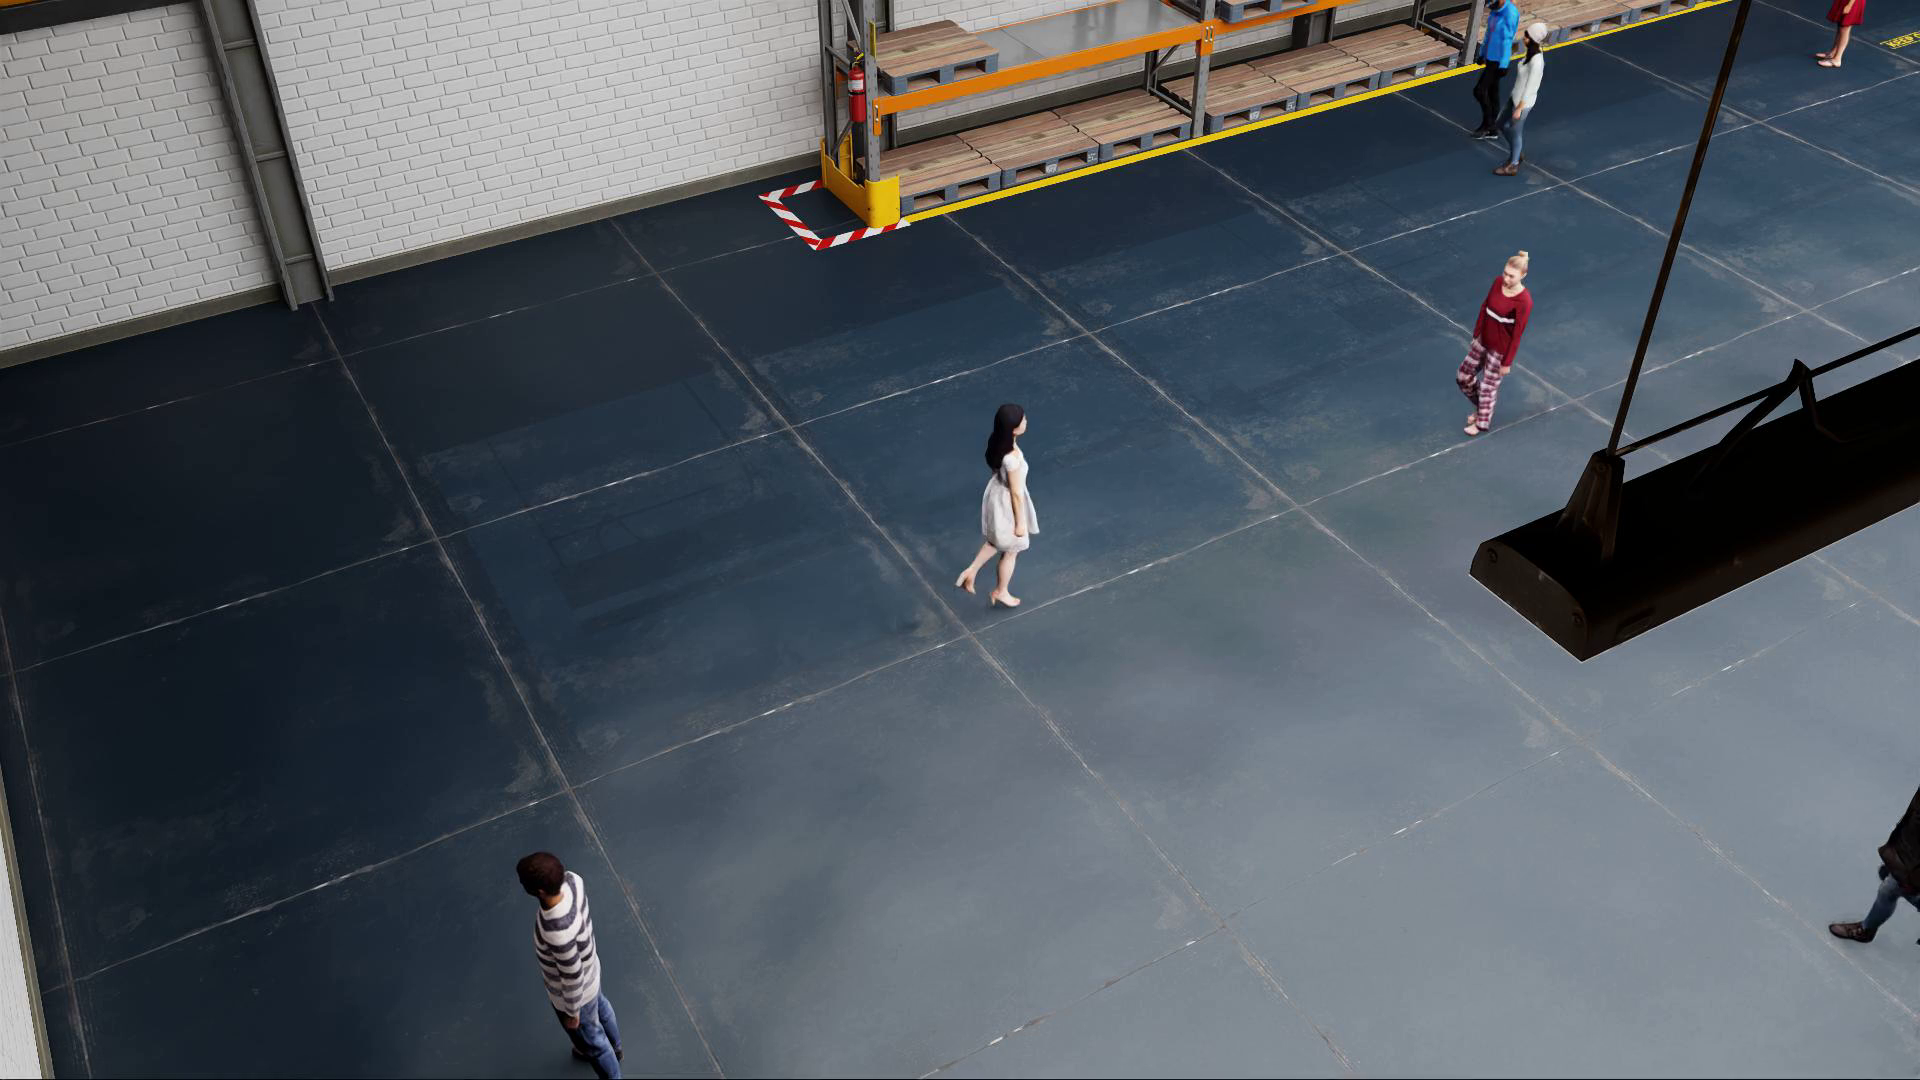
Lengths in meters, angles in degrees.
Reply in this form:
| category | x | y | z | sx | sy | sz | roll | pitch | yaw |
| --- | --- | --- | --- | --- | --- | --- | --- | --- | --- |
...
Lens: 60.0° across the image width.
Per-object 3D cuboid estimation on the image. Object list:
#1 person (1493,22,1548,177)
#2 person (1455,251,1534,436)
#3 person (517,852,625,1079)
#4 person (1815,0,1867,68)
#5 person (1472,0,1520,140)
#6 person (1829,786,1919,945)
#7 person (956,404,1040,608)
| category | x | y | z | sx | sy | sz | roll | pitch | yaw |
| --- | --- | --- | --- | --- | --- | --- | --- | --- | --- |
| person | 5.869 | -4.530 | 17.123 | 0.755 | 1.642 | 0.705 | 5 | 39 | 6 |
| person | 4.373 | -1.580 | 13.390 | 0.614 | 1.693 | 0.653 | -17 | 42 | -20 |
| person | -1.959 | 2.231 | 8.492 | 0.667 | 1.849 | 0.719 | -5 | 39 | -6 |
| person | 10.429 | -6.325 | 19.443 | 0.742 | 1.552 | 0.682 | 12 | 40 | 14 |
| person | 5.801 | -5.120 | 17.748 | 0.779 | 1.785 | 0.763 | -4 | 39 | -5 |
| person | 5.416 | 1.763 | 9.263 | 0.989 | 1.617 | 0.935 | 12 | 40 | 14 |
| person | 0.237 | -0.172 | 11.576 | 0.902 | 1.754 | 0.753 | -9 | 39 | -11 |
